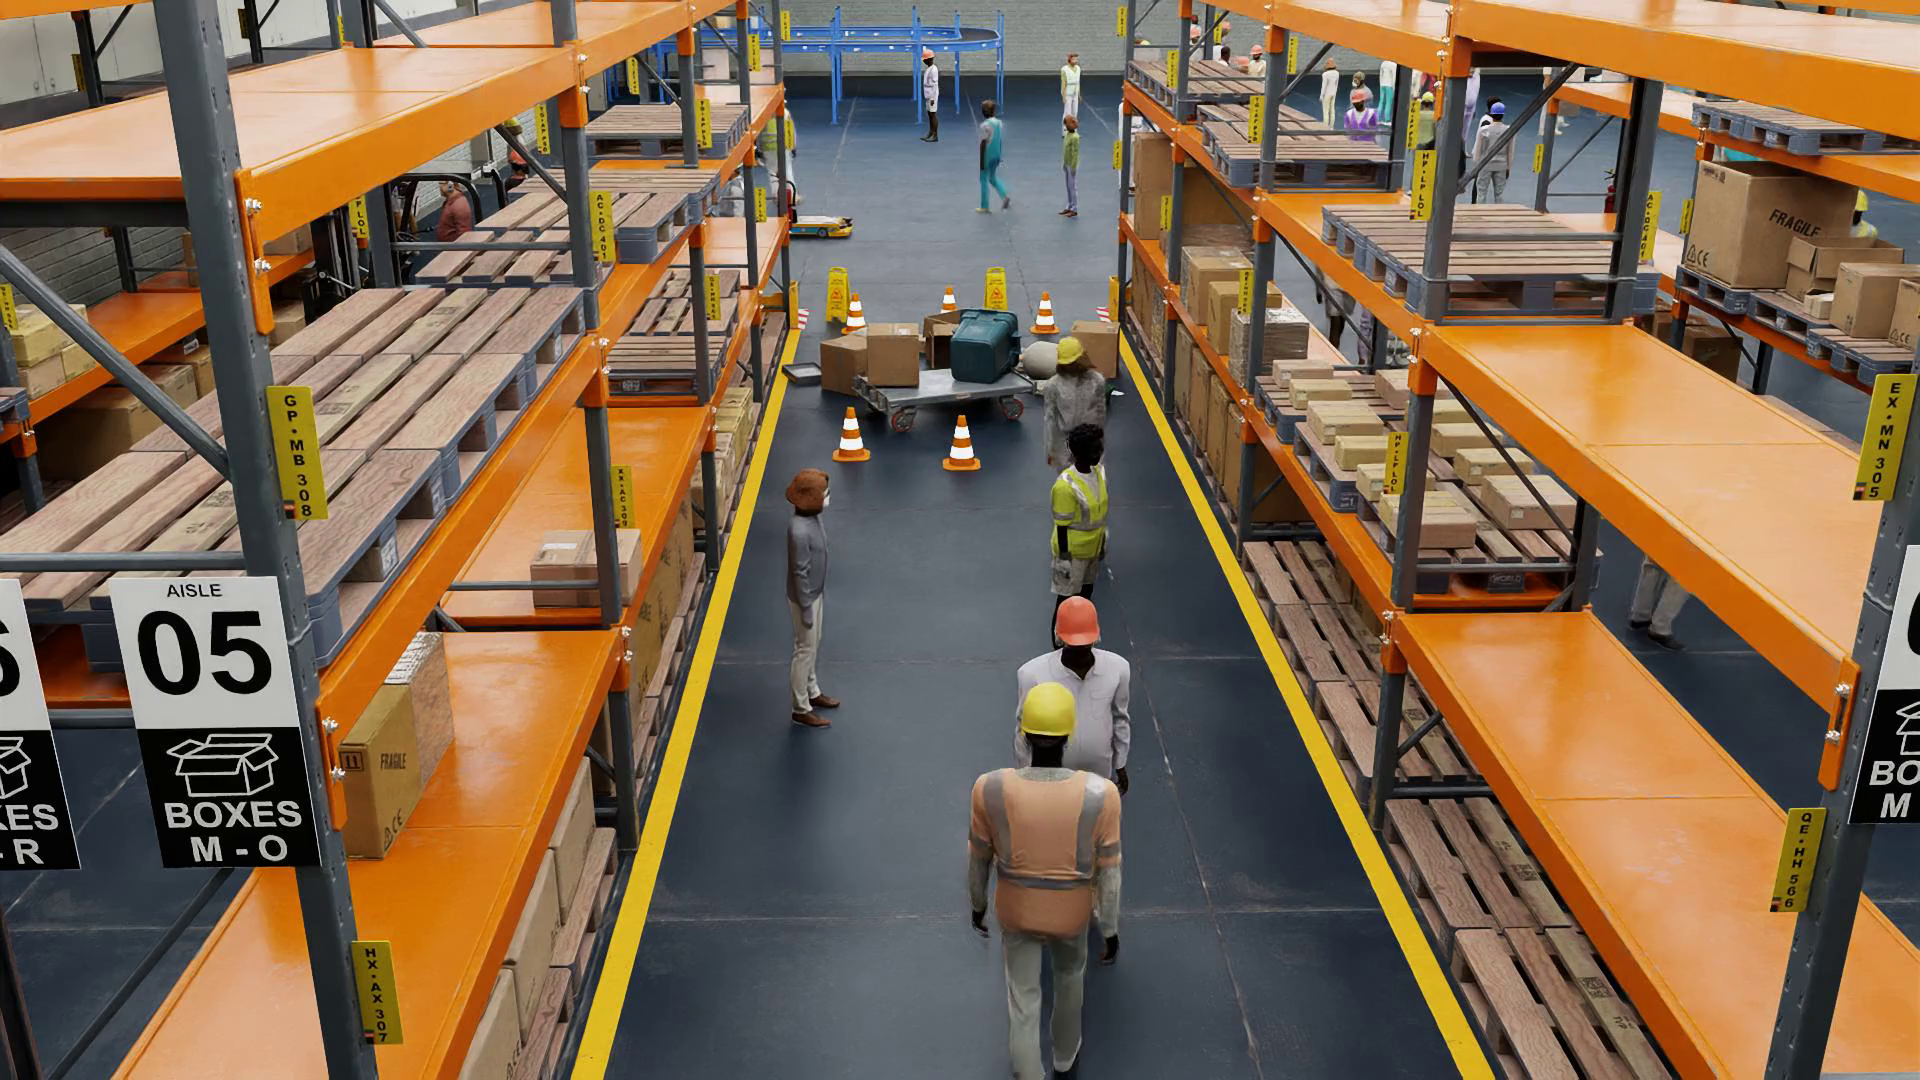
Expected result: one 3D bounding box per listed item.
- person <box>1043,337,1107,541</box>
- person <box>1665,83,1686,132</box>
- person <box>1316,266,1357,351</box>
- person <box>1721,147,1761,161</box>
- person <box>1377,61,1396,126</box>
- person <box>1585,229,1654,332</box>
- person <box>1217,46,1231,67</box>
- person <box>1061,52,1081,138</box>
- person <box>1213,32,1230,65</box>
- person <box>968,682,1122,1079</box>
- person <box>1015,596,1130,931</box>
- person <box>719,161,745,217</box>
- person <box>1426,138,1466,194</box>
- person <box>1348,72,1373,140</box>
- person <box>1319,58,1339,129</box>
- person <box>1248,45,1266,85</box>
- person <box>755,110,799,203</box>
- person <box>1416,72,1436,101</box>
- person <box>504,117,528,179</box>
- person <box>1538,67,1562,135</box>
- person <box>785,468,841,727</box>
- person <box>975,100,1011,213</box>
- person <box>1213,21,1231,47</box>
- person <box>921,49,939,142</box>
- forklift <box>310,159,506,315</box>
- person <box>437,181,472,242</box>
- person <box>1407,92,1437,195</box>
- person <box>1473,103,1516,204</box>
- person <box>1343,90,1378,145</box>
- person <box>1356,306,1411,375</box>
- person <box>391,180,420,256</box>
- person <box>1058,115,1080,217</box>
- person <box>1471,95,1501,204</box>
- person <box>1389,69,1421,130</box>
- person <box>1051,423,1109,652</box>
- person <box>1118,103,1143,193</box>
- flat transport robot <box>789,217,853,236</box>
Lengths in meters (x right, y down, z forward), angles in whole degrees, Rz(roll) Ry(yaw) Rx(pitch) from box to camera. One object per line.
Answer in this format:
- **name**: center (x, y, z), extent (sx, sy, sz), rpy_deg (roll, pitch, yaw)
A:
- **person**: center (0.880, -0.747, 12.792), extent (0.511, 1.702, 0.465), rpy_deg (-3, 21, -7)
- **person**: center (16.006, -9.960, 37.255), extent (0.521, 1.610, 0.399), rpy_deg (-7, 22, -18)
- **person**: center (4.074, -2.732, 17.785), extent (0.544, 1.896, 0.985), rpy_deg (-2, 21, -5)
- **person**: center (11.445, -5.220, 24.464), extent (0.564, 1.815, 0.797), rpy_deg (2, 21, 5)
- **person**: center (9.897, -10.465, 38.399), extent (0.328, 1.765, 0.528), rpy_deg (-10, 23, -24)
- **person**: center (6.304, -2.122, 15.963), extent (0.679, 2.000, 0.537), rpy_deg (-2, 21, -4)
- **person**: center (5.756, -9.932, 36.796), extent (0.398, 1.907, 0.600), rpy_deg (-6, 22, -15)
- **person**: center (2.399, -9.675, 36.221), extent (0.395, 1.831, 0.576), rpy_deg (18, 27, 40)
- **person**: center (6.246, -11.339, 40.428), extent (0.606, 1.967, 0.367), rpy_deg (0, 21, 1)
- **person**: center (0.344, 1.423, 6.774), extent (0.613, 1.901, 0.778), rpy_deg (2, 21, 4)
- **person**: center (0.543, 1.076, 7.909), extent (0.575, 1.749, 0.334), rpy_deg (-4, 21, -11)
- **person**: center (-2.867, -4.019, 21.266), extent (0.404, 1.833, 0.591), rpy_deg (-2, 21, -5)
- **person**: center (7.116, -5.346, 24.635), extent (0.602, 1.947, 1.041), rpy_deg (-8, 22, -19)
- **person**: center (7.378, -7.687, 30.836), extent (0.378, 1.929, 0.636), rpy_deg (-8, 22, -19)
- **person**: center (8.205, -9.883, 37.043), extent (0.497, 1.633, 0.285), rpy_deg (-16, 26, -36)
- **person**: center (6.580, -10.006, 36.965), extent (0.410, 1.926, 0.546), rpy_deg (-13, 25, -32)
- **person**: center (-3.156, -6.654, 28.275), extent (0.656, 1.804, 0.458), rpy_deg (-5, 21, -12)
- **person**: center (12.262, -12.267, 43.220), extent (0.702, 1.722, 0.551), rpy_deg (9, 22, 22)
- **person**: center (-6.884, -5.696, 25.835), extent (0.311, 1.735, 0.483), rpy_deg (-12, 24, -29)
- **person**: center (13.151, -9.947, 36.645), extent (0.689, 2.000, 0.541), rpy_deg (-13, 24, -30)
- **person**: center (-0.903, 0.341, 10.034), extent (0.291, 1.625, 0.506), rpy_deg (2, 21, 5)
- **person**: center (0.523, -6.252, 27.175), extent (0.546, 1.826, 0.529), rpy_deg (17, 27, 38)
- **person**: center (6.711, -12.424, 43.223), extent (0.533, 2.017, 0.670), rpy_deg (8, 22, 19)
- **person**: center (-0.651, -9.539, 35.726), extent (0.374, 1.928, 0.542), rpy_deg (-5, 21, -14)
- **forklift**: center (-5.622, -2.910, 17.832), extent (2.313, 2.155, 1.214), rpy_deg (-1, 21, -1)
- **person**: center (-5.844, -3.325, 19.327), extent (0.407, 1.910, 0.639), rpy_deg (-7, 22, -19)
- **person**: center (8.058, -6.879, 28.919), extent (0.525, 1.769, 0.312), rpy_deg (4, 21, 10)
- **person**: center (8.252, -5.781, 25.791), extent (0.602, 1.934, 0.426), rpy_deg (1, 21, 3)
- **person**: center (6.742, -6.637, 28.088), extent (0.569, 1.892, 0.775), rpy_deg (13, 24, 31)
- **person**: center (3.837, -1.626, 14.781), extent (0.617, 1.945, 0.393), rpy_deg (2, 21, 7)
- **person**: center (-8.020, -5.035, 23.659), extent (0.375, 2.043, 0.611), rpy_deg (11, 24, 28)
- **person**: center (1.790, -6.066, 26.969), extent (0.283, 1.628, 0.503), rpy_deg (-5, 21, -12)
- **person**: center (8.520, -6.234, 27.000), extent (0.397, 1.919, 0.590), rpy_deg (9, 23, 22)
- **person**: center (9.889, -9.910, 36.923), extent (0.606, 1.778, 0.941), rpy_deg (13, 24, 31)
- **person**: center (0.768, 0.057, 10.687), extent (0.320, 1.693, 0.534), rpy_deg (14, 25, 33)
- **person**: center (2.998, -7.005, 29.090), extent (0.578, 1.883, 0.353), rpy_deg (-18, 27, -39)
- **flat transport robot**: center (-2.395, -4.831, 25.584), extent (1.431, 0.197, 0.652), rpy_deg (1, 21, 2)
